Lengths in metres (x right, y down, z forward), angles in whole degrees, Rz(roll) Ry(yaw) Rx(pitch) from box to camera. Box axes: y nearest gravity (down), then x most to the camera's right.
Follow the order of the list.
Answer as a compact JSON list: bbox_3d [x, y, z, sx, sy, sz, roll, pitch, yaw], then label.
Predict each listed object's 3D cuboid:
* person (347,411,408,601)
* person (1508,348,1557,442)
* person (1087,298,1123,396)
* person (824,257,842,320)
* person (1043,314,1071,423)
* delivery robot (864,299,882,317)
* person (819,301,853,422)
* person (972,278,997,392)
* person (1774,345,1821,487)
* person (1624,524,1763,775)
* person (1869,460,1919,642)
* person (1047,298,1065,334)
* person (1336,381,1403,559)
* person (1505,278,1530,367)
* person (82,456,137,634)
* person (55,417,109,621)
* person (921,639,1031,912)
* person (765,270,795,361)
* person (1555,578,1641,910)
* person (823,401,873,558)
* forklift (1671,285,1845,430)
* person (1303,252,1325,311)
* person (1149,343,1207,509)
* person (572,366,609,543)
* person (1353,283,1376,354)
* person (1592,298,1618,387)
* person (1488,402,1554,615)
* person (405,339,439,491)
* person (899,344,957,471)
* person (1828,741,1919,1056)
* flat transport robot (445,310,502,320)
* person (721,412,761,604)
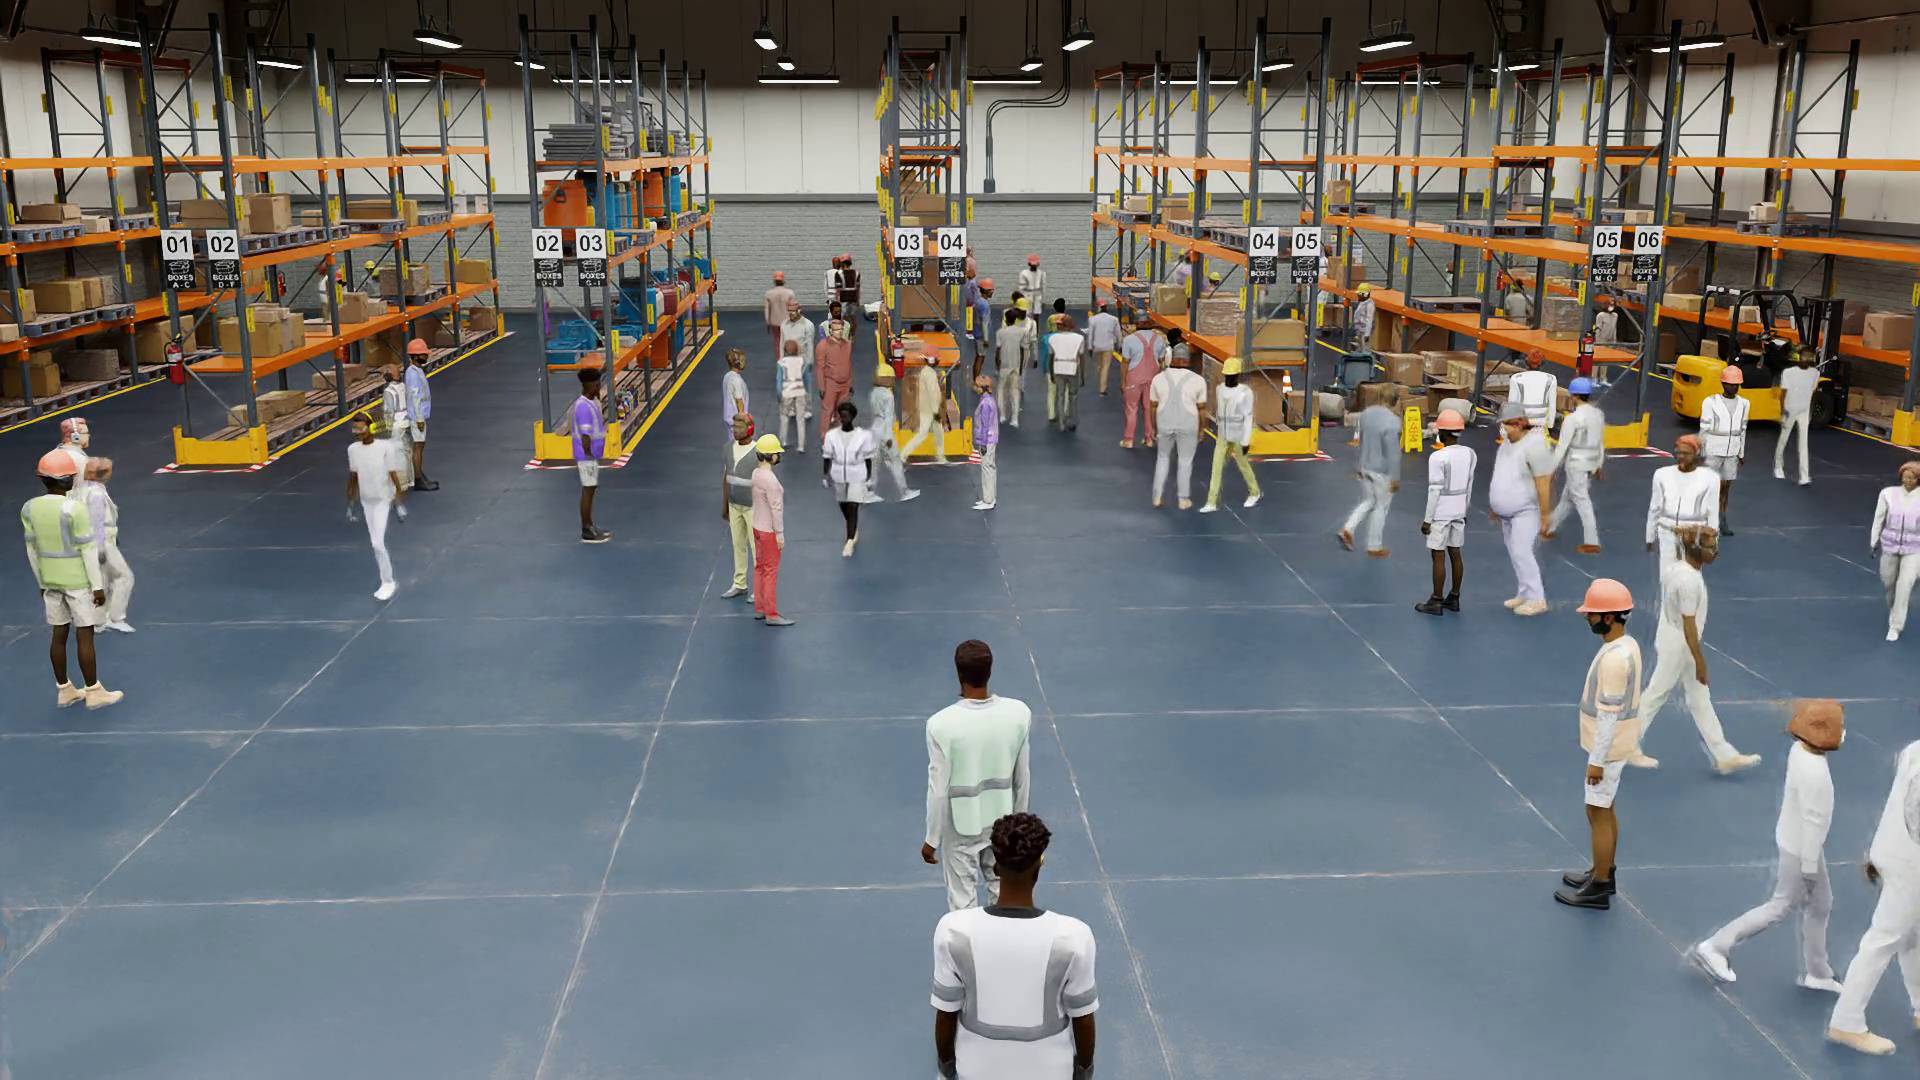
[{"bbox_3d":[-5.673,-0.329,16.062,0.571,1.845,0.584,4,14,16],"label":"person"},{"bbox_3d":[7.113,-1.451,20.751,0.584,1.882,0.346,2,13,7],"label":"person"},{"bbox_3d":[2.581,-3.434,29.545,0.585,1.685,0.913,4,14,18],"label":"person"},{"bbox_3d":[-2.827,-5.506,37.924,0.583,1.885,0.343,10,16,35],"label":"person"},{"bbox_3d":[1.593,-2.740,26.546,0.597,1.726,0.641,5,14,19],"label":"person"},{"bbox_3d":[-2.050,-5.855,42.055,0.707,0.478,0.477,-4,14,-17],"label":"delivery robot"},{"bbox_3d":[-1.997,-2.870,26.687,0.598,1.917,0.378,-12,18,-40],"label":"person"},{"bbox_3d":[0.431,-3.673,29.872,0.449,2.030,0.622,-1,13,-5],"label":"person"},{"bbox_3d":[10.915,-1.635,21.684,0.504,1.821,0.998,2,13,8],"label":"person"},{"bbox_3d":[5.081,0.777,11.498,0.981,1.789,0.524,7,15,26],"label":"person"},{"bbox_3d":[8.474,0.059,14.921,0.521,1.606,0.708,12,18,41],"label":"person"},{"bbox_3d":[1.777,-3.458,29.656,0.318,1.697,0.535,-13,18,-43],"label":"person"},{"bbox_3d":[4.373,-0.721,17.578,0.549,1.920,0.646,-5,14,-21],"label":"person"},{"bbox_3d":[10.793,-4.148,32.287,0.518,1.843,0.494,-1,13,-4],"label":"person"},{"bbox_3d":[-7.670,0.051,14.937,0.438,1.621,0.517,-10,17,-37],"label":"person"},{"bbox_3d":[-8.074,-0.183,15.331,0.651,1.906,0.401,11,17,39],"label":"person"},{"bbox_3d":[0.092,1.439,8.435,0.598,1.916,0.375,-8,15,-30],"label":"person"},{"bbox_3d":[-3.491,-4.251,32.395,0.634,1.983,0.537,2,13,8],"label":"person"},{"bbox_3d":[3.691,1.166,9.583,0.383,1.926,0.550,6,15,25],"label":"person"},{"bbox_3d":[-1.199,-0.698,18.033,0.540,1.669,0.829,3,14,11],"label":"person"},{"bbox_3d":[12.503,-2.886,26.166,2.313,2.155,1.214,-1,13,-3],"label":"forklift"},{"bbox_3d":[9.438,-7.011,44.406,0.623,1.839,0.429,-6,15,-25],"label":"person"},{"bbox_3d":[2.653,-1.388,20.146,0.694,2.000,0.535,5,14,20],"label":"person"},{"bbox_3d":[-4.108,-0.953,18.473,0.368,1.960,0.613,-2,13,-8],"label":"person"},{"bbox_3d":[7.619,-3.929,31.395,0.404,1.822,0.597,-1,13,-4],"label":"person"},{"bbox_3d":[11.833,-3.621,30.480,0.498,1.633,0.280,-6,15,-25],"label":"person"},{"bbox_3d":[5.261,-0.336,15.691,0.557,2.000,0.727,-2,13,-10],"label":"person"},{"bbox_3d":[-6.895,-1.603,21.278,0.371,1.939,0.543,-3,14,-13],"label":"person"},{"bbox_3d":[-0.482,-1.790,22.528,0.842,1.722,0.554,-1,13,-3],"label":"person"},{"bbox_3d":[4.656,1.611,7.997,0.791,1.798,0.541,2,13,8],"label":"person"},{"bbox_3d":[-12.295,-5.667,42.065,1.431,0.197,0.652,9,16,32],"label":"flat transport robot"},{"bbox_3d":[-2.055,-0.322,16.042,0.565,1.850,0.390,9,16,34],"label":"person"}]
